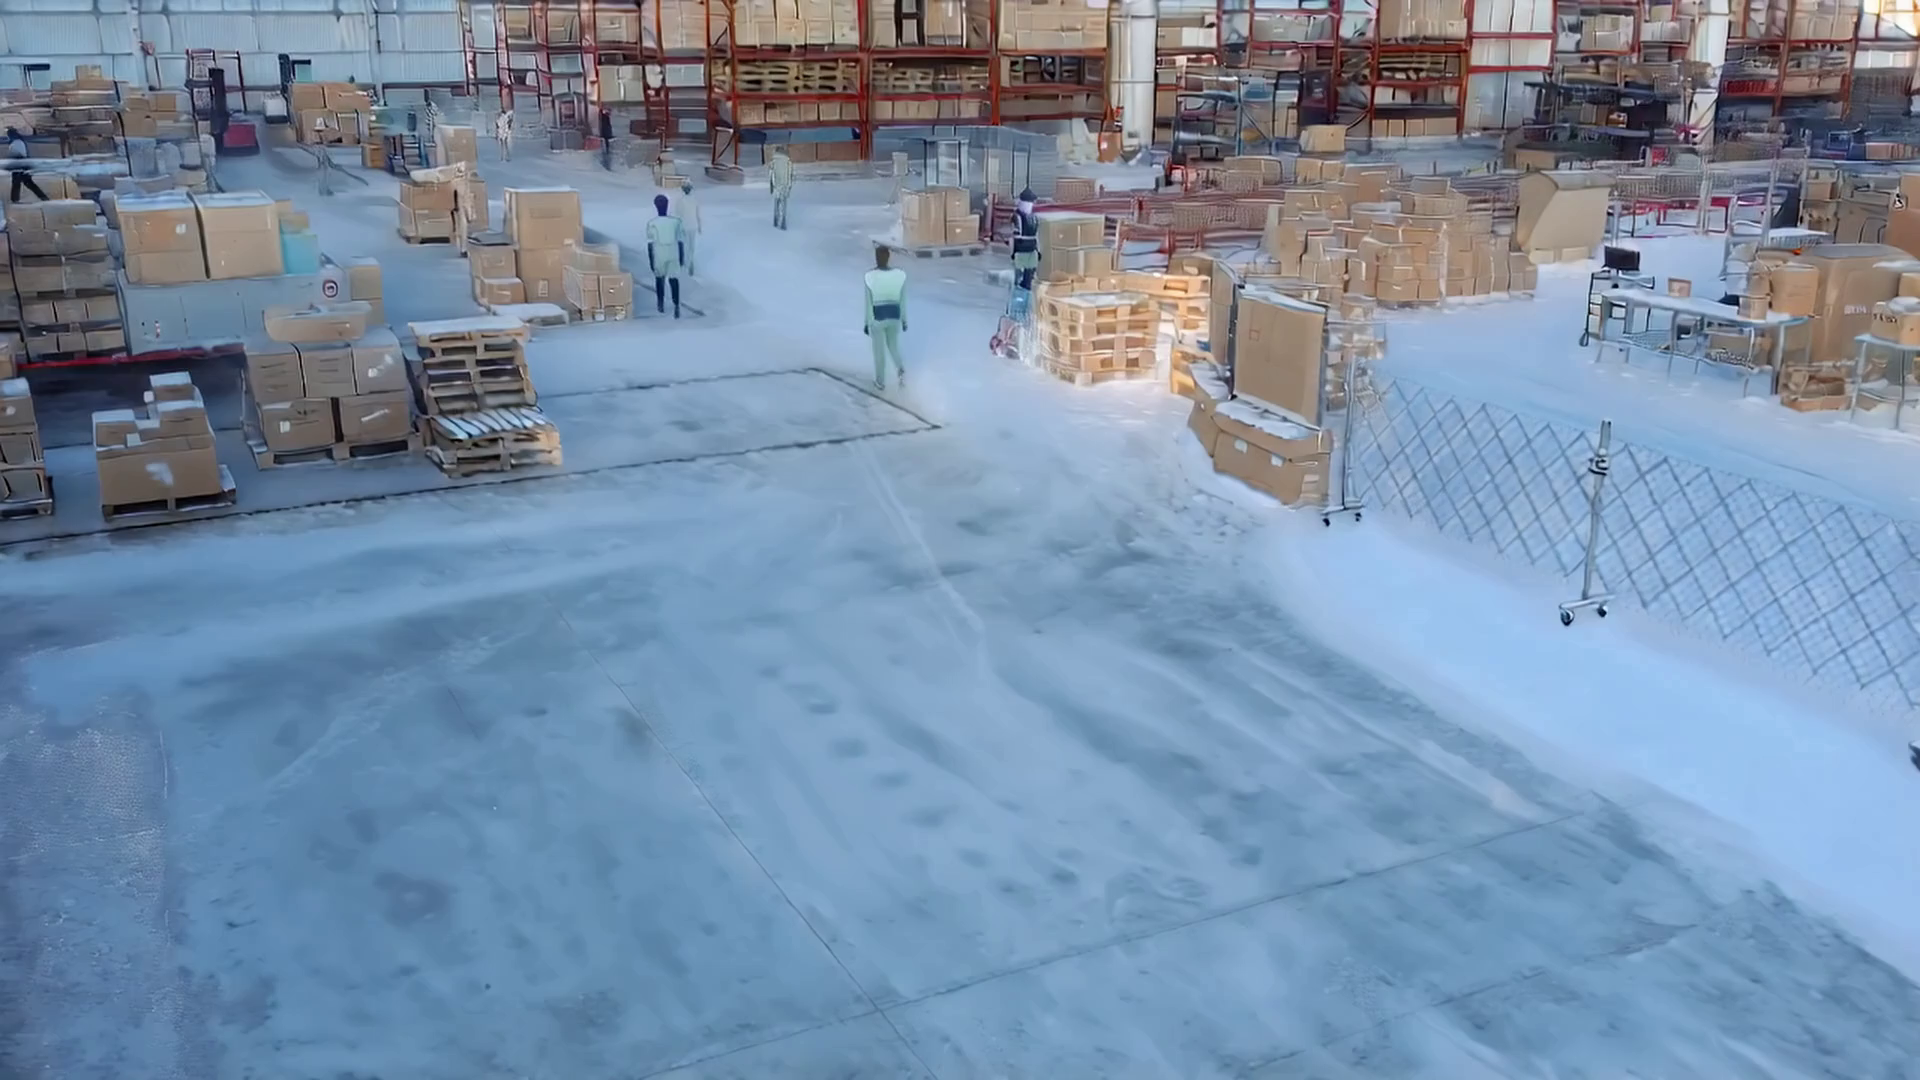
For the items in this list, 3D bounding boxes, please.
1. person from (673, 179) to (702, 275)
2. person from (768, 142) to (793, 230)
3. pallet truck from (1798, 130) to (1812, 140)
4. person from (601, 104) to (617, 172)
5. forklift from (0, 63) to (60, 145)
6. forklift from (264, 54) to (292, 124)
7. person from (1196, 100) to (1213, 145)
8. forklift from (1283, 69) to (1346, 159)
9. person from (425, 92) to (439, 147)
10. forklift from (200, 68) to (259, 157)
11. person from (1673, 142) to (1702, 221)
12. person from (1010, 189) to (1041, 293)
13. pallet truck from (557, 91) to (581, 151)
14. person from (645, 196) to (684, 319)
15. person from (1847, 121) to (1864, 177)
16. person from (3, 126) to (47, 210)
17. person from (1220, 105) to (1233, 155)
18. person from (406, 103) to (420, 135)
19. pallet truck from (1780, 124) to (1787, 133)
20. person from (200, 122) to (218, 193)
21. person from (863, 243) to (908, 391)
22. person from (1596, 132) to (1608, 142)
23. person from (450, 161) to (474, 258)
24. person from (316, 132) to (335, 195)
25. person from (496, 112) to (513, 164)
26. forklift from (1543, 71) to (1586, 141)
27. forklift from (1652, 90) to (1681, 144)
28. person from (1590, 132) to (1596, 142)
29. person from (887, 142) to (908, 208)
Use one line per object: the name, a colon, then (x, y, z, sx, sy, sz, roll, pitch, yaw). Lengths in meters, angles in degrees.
person: (-5.015, -5.780, 30.696, 0.530, 1.736, 0.801, -7, 19, -20)
person: (-3.999, -7.903, 37.049, 0.569, 1.893, 0.965, -5, 18, -15)
pallet truck: (25.526, -11.556, 49.408, 1.630, 1.274, 0.653, -9, 20, -26)
person: (-10.527, -12.004, 49.681, 0.375, 1.998, 0.611, -7, 19, -22)
forklift: (-33.500, -15.620, 59.532, 1.873, 2.768, 1.129, -9, 20, -26)
forklift: (-28.494, -19.123, 70.450, 1.873, 2.768, 1.129, -9, 20, -26)
person: (8.495, -14.431, 57.801, 0.542, 1.658, 0.871, 1, 18, 3)
forklift: (11.615, -13.871, 54.079, 1.129, 2.768, 1.873, -9, 20, -27)
person: (-18.576, -14.807, 58.564, 0.391, 1.912, 0.589, -12, 21, -33)
forklift: (-24.369, -14.147, 54.940, 1.873, 2.768, 1.129, -9, 20, -26)
person: (16.883, -8.299, 38.472, 0.929, 1.781, 0.590, -7, 19, -22)
person: (1.080, -4.739, 27.126, 0.543, 1.939, 0.360, -9, 20, -26)
pallet truck: (-13.495, -14.412, 57.188, 0.823, 1.965, 1.885, -3, 18, -9)
person: (-4.647, -4.478, 26.352, 0.611, 1.926, 0.989, -6, 19, -17)
person: (24.716, -10.668, 45.917, 0.538, 1.755, 0.368, -14, 23, -38)
person: (-22.950, -9.127, 40.643, 1.031, 2.000, 0.698, -7, 19, -21)
person: (8.901, -13.729, 55.659, 0.499, 1.617, 0.588, -14, 22, -36)
person: (-18.174, -13.652, 55.299, 0.322, 1.699, 0.536, 7, 19, 20)
pallet truck: (25.206, -12.542, 52.601, 1.601, 1.201, 0.680, 0, 18, -2)
person: (-19.210, -9.720, 42.654, 0.368, 1.940, 0.632, -12, 22, -34)
person: (-0.938, -2.816, 21.192, 0.605, 1.901, 0.689, -8, 19, -23)
person: (18.928, -11.791, 49.164, 0.803, 1.906, 0.558, 11, 21, 32)
person: (-9.788, -6.520, 32.793, 0.318, 1.868, 0.531, 6, 19, 17)
person: (-16.633, -9.845, 43.561, 0.400, 1.622, 0.511, -2, 18, -5)
person: (-14.355, -12.699, 52.499, 0.523, 1.593, 0.859, -4, 18, -11)
forklift: (18.685, -13.231, 52.085, 1.873, 2.768, 1.129, -9, 20, -26)
forklift: (25.498, -15.310, 58.563, 1.873, 2.768, 1.129, -5, 19, -16)
person: (22.158, -14.682, 58.417, 0.446, 1.753, 0.538, -9, 20, -26)
person: (-1.515, -8.992, 40.953, 0.517, 1.586, 0.833, 12, 22, 34)
